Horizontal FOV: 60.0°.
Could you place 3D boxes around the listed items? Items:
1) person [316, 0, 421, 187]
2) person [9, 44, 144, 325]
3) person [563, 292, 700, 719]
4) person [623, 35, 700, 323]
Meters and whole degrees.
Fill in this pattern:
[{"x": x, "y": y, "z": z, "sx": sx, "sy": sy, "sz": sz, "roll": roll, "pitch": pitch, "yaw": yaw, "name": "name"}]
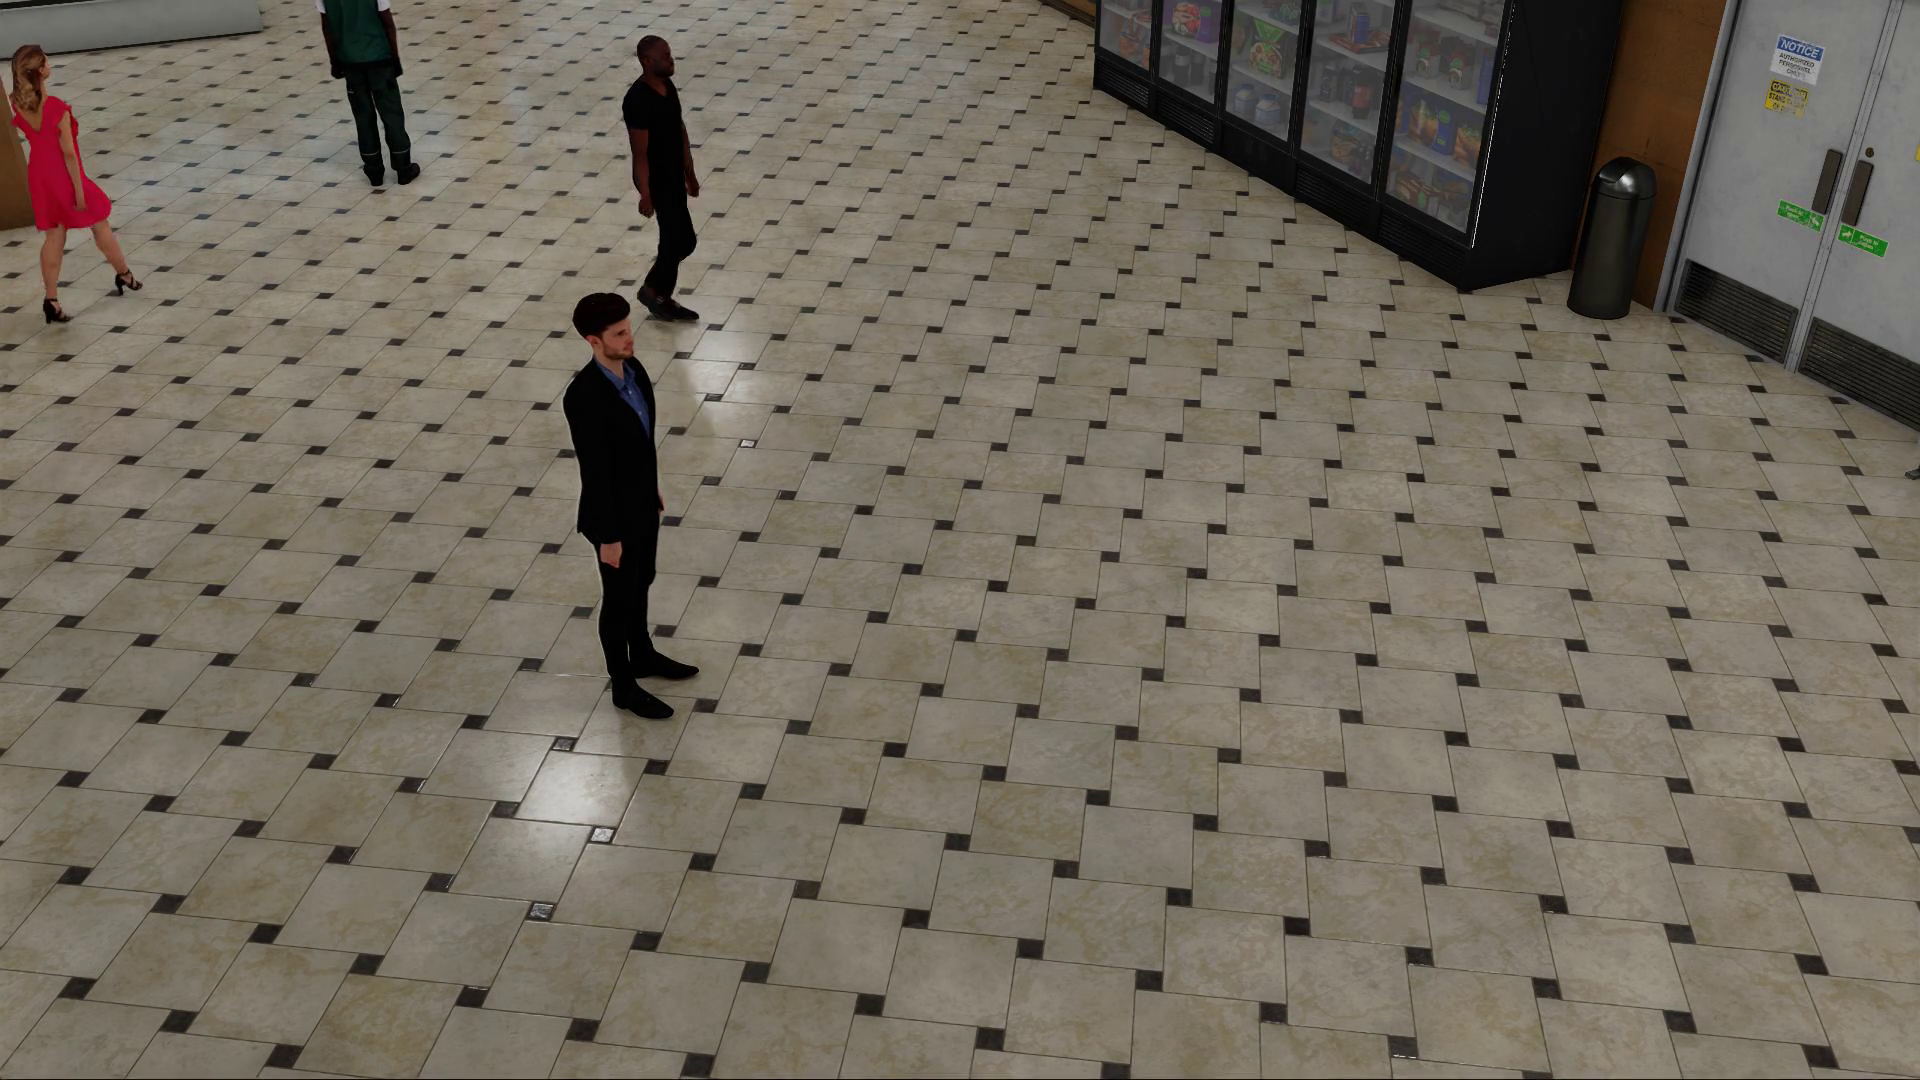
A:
[{"x": -4.413, "y": -3.553, "z": 12.363, "sx": 0.685, "sy": 1.839, "sz": 0.827, "roll": -2, "pitch": 32, "yaw": -4, "name": "person"}, {"x": -5.618, "y": -2.146, "z": 10.254, "sx": 1.021, "sy": 1.678, "sz": 1.020, "roll": 7, "pitch": 33, "yaw": 11, "name": "person"}, {"x": -1.387, "y": -0.147, "z": 6.839, "sx": 0.817, "sy": 1.892, "sz": 0.790, "roll": 7, "pitch": 32, "yaw": 10, "name": "person"}, {"x": -1.905, "y": -2.181, "z": 10.189, "sx": 0.871, "sy": 1.807, "sz": 0.823, "roll": 6, "pitch": 32, "yaw": 10, "name": "person"}]
